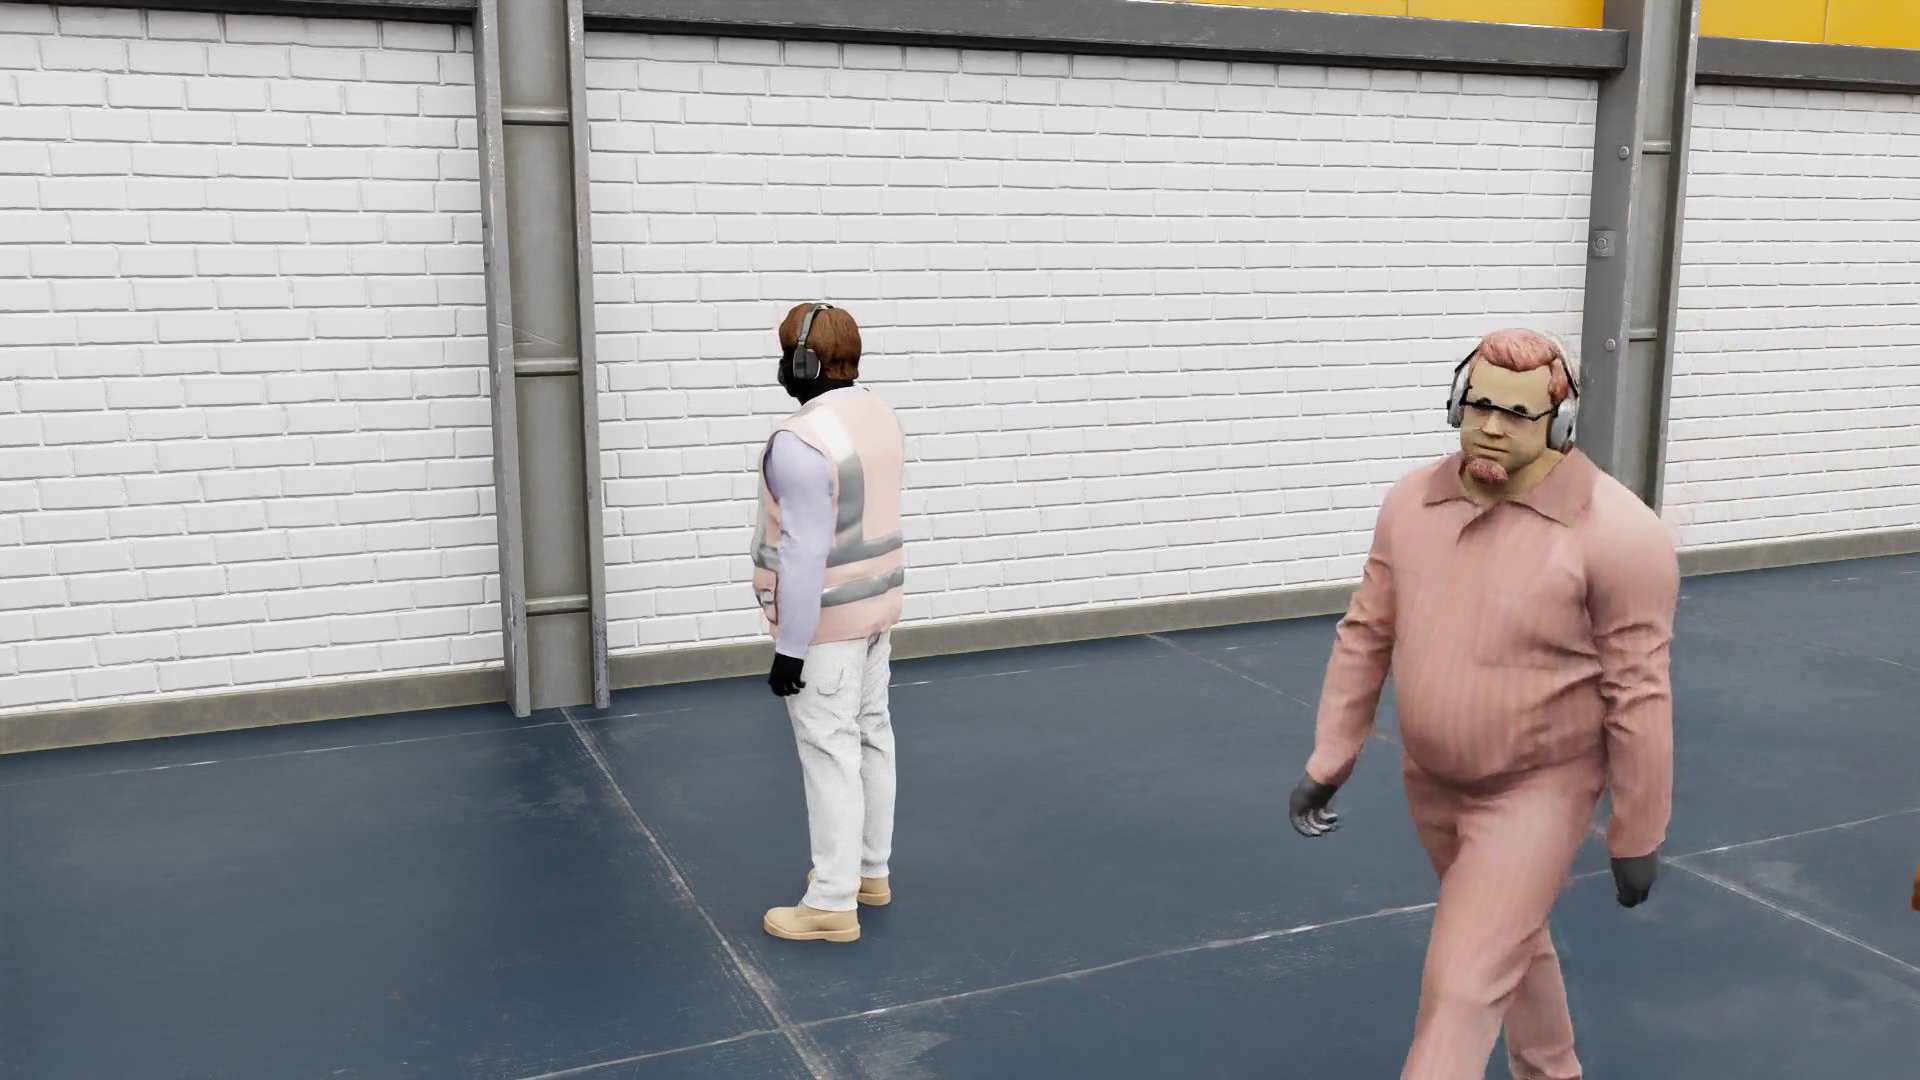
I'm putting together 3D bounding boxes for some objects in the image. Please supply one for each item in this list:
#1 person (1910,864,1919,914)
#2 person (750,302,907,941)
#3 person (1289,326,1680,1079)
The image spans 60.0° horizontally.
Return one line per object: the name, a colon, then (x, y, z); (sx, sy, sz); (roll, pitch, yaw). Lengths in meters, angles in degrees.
person: (1.761, 0.554, 2.679); (0.400, 1.989, 0.623); (-1, 10, -6)
person: (-0.387, 0.240, 4.826); (0.430, 1.845, 0.624); (4, 11, 21)
person: (1.034, 0.504, 3.341); (0.953, 1.849, 0.654); (-6, 12, -29)
